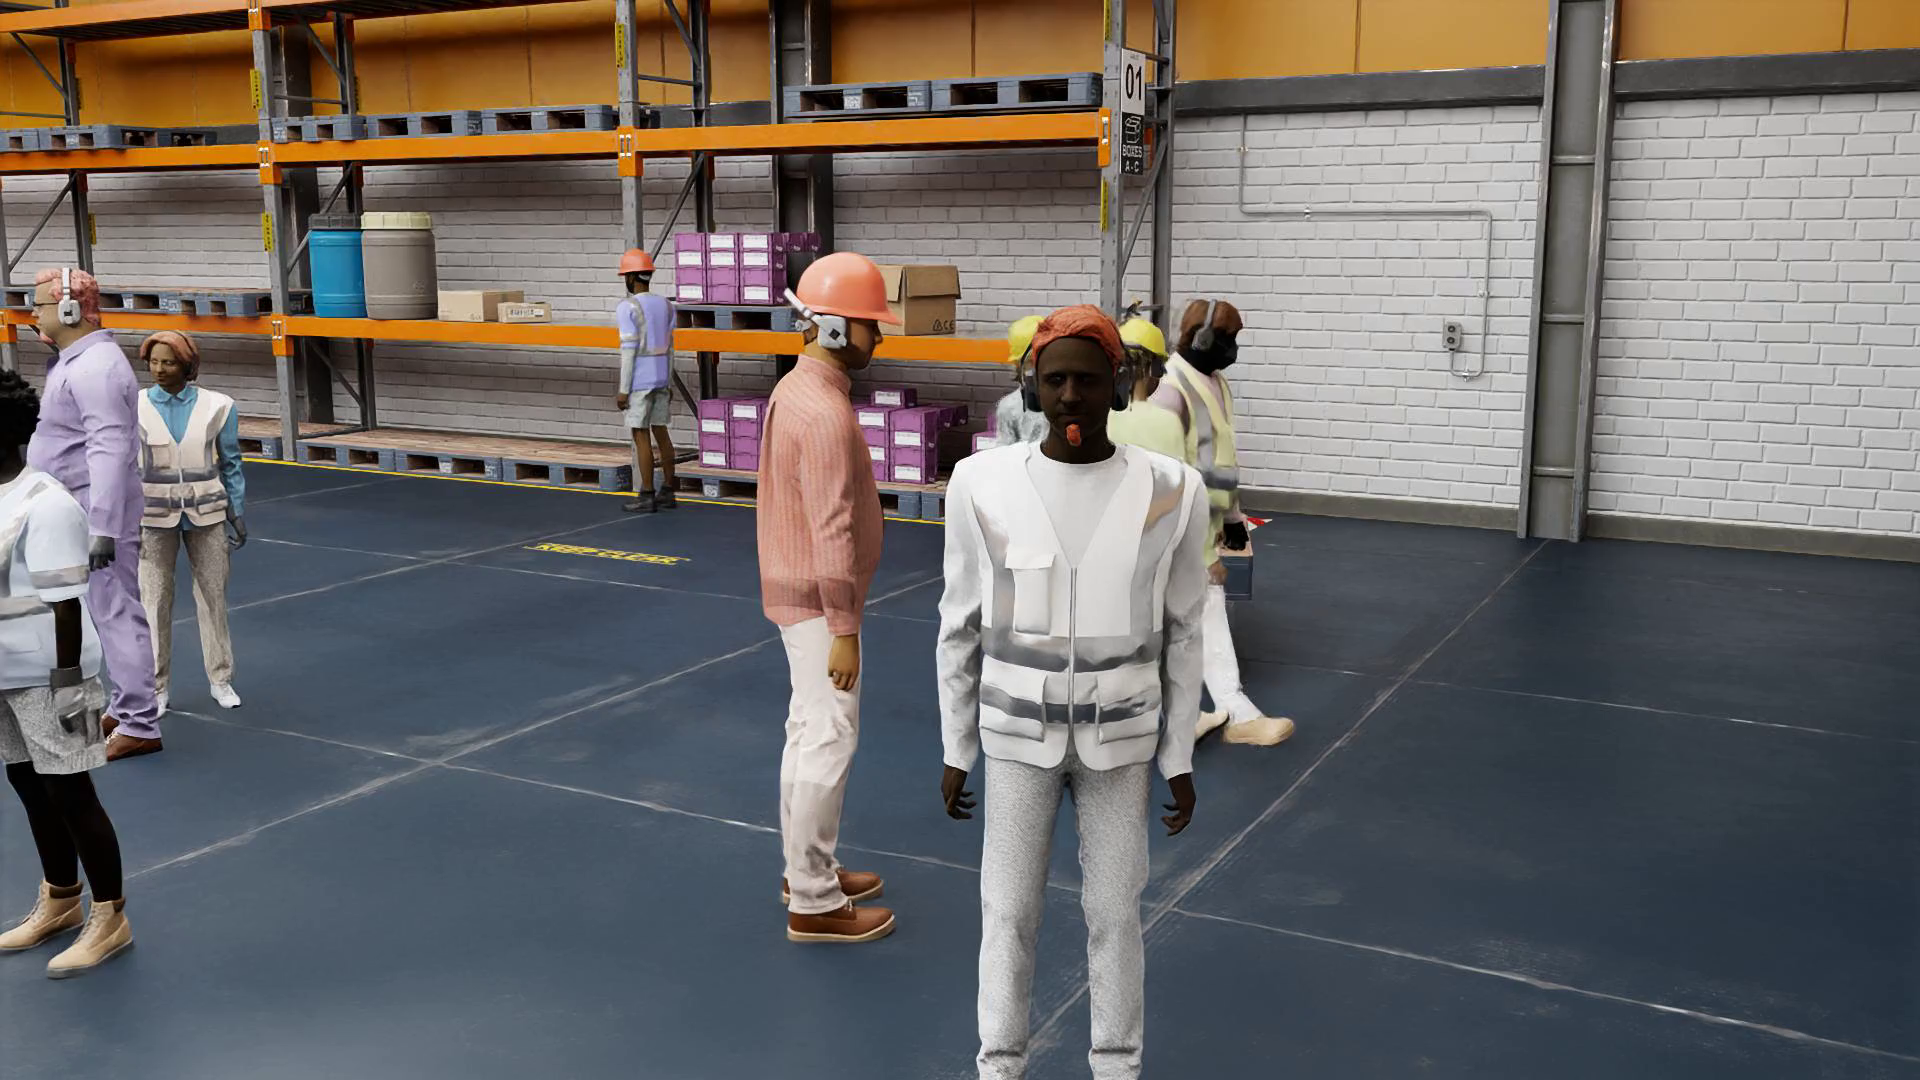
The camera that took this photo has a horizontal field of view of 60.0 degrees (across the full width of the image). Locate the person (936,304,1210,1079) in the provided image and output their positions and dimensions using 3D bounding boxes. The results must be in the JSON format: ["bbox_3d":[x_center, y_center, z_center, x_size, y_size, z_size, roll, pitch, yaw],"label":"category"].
[{"bbox_3d":[0.235,0.445,3.569,0.575,1.882,0.355,1,10,3],"label":"person"}]

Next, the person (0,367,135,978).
[{"bbox_3d":[-2.559,0.361,4.570,0.539,1.693,0.322,7,12,33],"label":"person"}]

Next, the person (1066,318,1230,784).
[{"bbox_3d":[0.707,0.039,6.253,0.932,1.708,0.549,-5,12,-26],"label":"person"}]

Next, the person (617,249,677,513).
[{"bbox_3d":[-2.336,-1.164,12.245,0.378,1.932,0.551,6,12,30],"label":"person"}]

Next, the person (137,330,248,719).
[{"bbox_3d":[-3.303,-0.070,7.069,0.515,1.636,0.314,-6,12,-29],"label":"person"}]

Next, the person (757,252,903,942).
[{"bbox_3d":[-0.369,0.177,4.778,0.411,1.980,0.625,-3,11,-13],"label":"person"}]

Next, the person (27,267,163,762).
[{"bbox_3d":[-3.377,-0.095,6.461,0.402,1.906,0.651,-6,12,-29],"label":"person"}]

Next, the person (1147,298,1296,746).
[{"bbox_3d":[0.900,-0.083,6.770,0.960,1.789,0.637,4,11,23],"label":"person"}]
